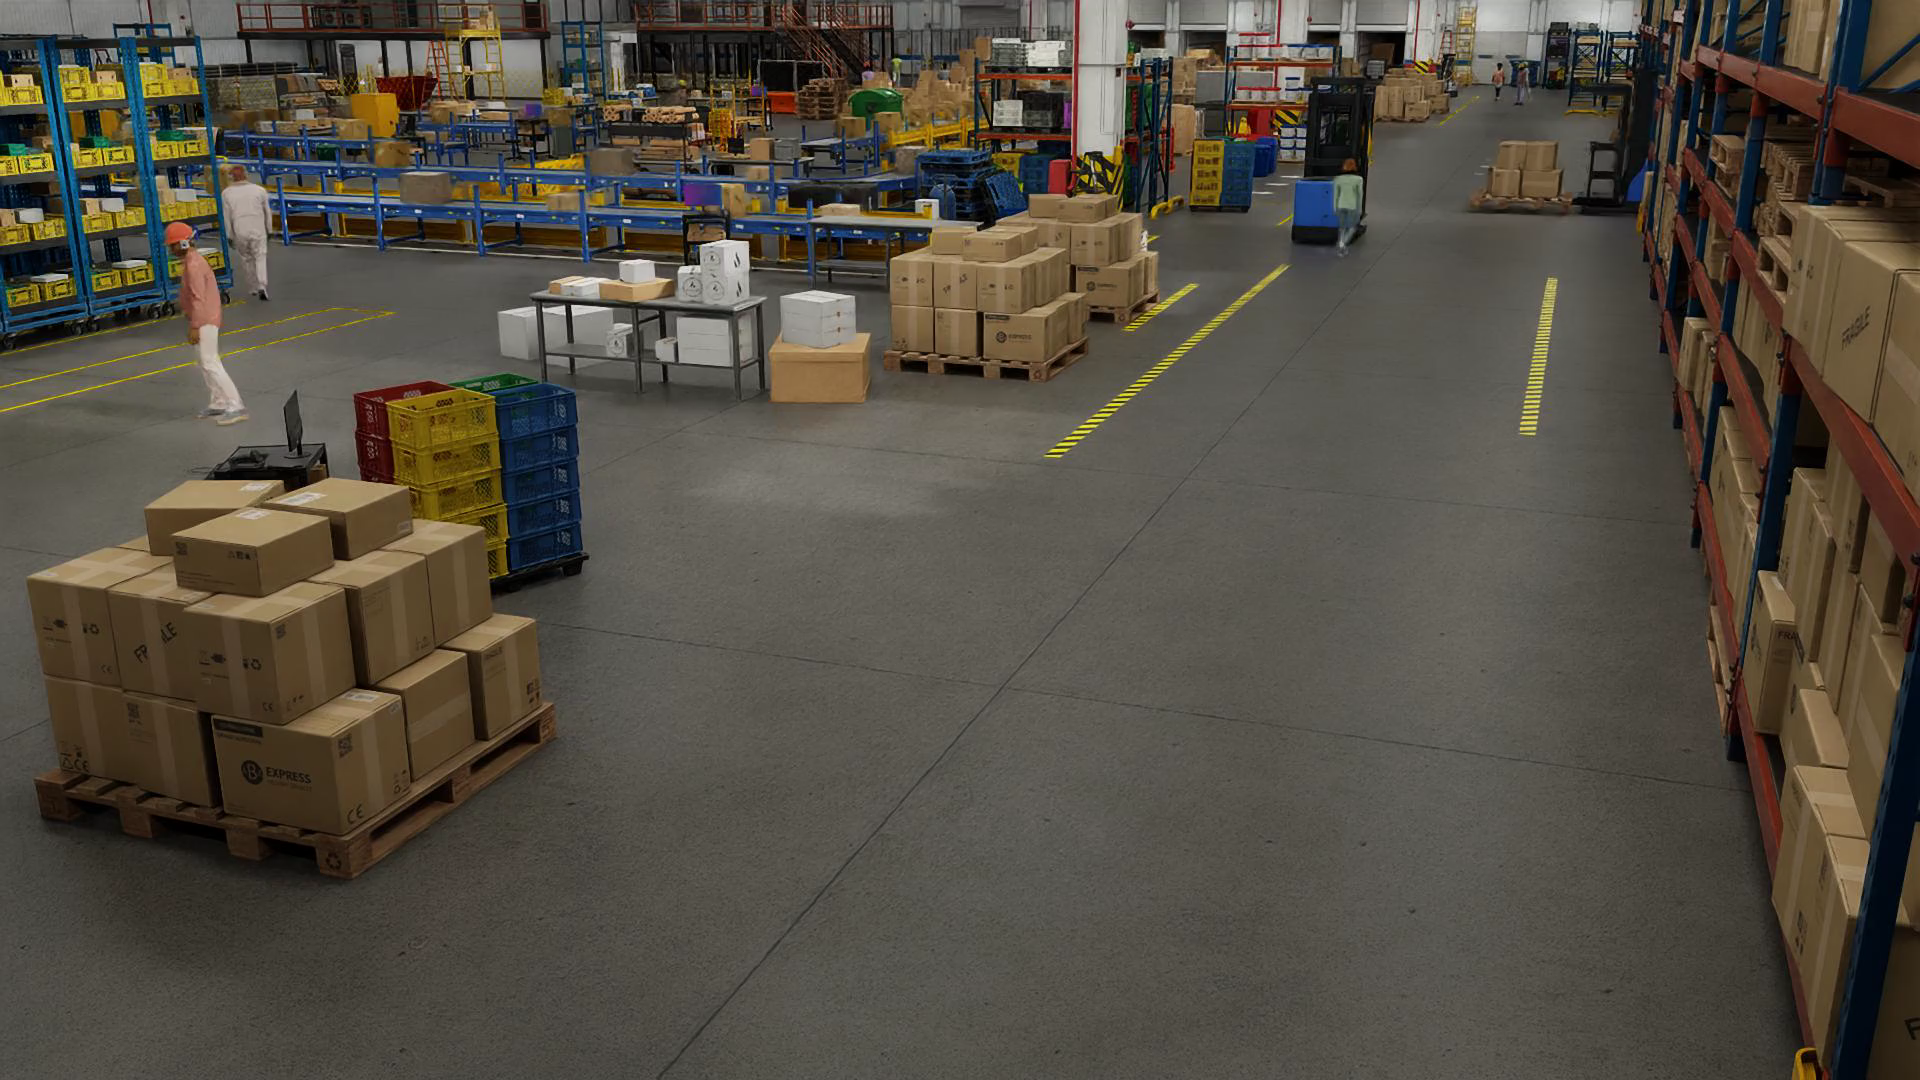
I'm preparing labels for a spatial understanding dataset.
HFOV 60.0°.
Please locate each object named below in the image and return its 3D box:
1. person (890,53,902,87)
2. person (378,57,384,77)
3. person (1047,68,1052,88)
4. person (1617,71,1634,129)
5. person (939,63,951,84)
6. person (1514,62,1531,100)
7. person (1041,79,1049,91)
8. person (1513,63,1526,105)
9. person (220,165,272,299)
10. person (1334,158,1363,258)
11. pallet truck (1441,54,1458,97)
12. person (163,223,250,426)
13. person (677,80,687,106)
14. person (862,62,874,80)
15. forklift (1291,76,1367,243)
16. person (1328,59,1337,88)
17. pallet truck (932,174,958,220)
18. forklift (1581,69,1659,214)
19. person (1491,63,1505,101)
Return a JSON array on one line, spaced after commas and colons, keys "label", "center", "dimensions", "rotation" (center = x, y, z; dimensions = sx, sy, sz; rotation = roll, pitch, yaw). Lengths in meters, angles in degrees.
[{"label": "person", "center": [-3.285, -24.192, 85.898], "dimensions": [0.621, 1.823, 0.815], "rotation": [-1, 18, -3]}, {"label": "person", "center": [-26.675, -21.320, 76.784], "dimensions": [0.419, 1.869, 0.610], "rotation": [6, 19, 19]}, {"label": "person", "center": [4.323, -23.662, 84.032], "dimensions": [0.638, 1.937, 0.356], "rotation": [-5, 18, -15]}, {"label": "person", "center": [22.964, -15.152, 57.295], "dimensions": [0.355, 1.938, 0.545], "rotation": [-10, 20, -29]}, {"label": "person", "center": [-0.627, -18.854, 69.039], "dimensions": [0.510, 1.871, 0.328], "rotation": [-7, 19, -20]}, {"label": "person", "center": [25.763, -20.941, 75.887], "dimensions": [0.489, 1.678, 0.913], "rotation": [-14, 22, -37]}, {"label": "person", "center": [3.083, -15.610, 58.862], "dimensions": [0.493, 1.856, 0.552], "rotation": [6, 19, 19]}, {"label": "person", "center": [24.178, -19.662, 71.757], "dimensions": [0.326, 1.760, 0.524], "rotation": [-4, 18, -12]}, {"label": "person", "center": [-10.038, -4.344, 23.465], "dimensions": [0.645, 1.864, 0.964], "rotation": [-7, 19, -21]}, {"label": "person", "center": [6.358, -5.443, 27.300], "dimensions": [0.521, 1.616, 0.378], "rotation": [13, 22, 35]}, {"label": "pallet truck", "center": [22.765, -21.886, 78.355], "dimensions": [0.823, 1.965, 1.885], "rotation": [-4, 18, -14]}, {"label": "person", "center": [-7.365, -2.109, 16.267], "dimensions": [0.587, 1.967, 0.787], "rotation": [-7, 19, -22]}, {"label": "person", "center": [-9.176, -14.329, 55.024], "dimensions": [0.623, 1.730, 0.541], "rotation": [9, 20, 26]}, {"label": "person", "center": [-3.567, -17.359, 64.056], "dimensions": [0.395, 2.044, 0.609], "rotation": [16, 24, 42]}, {"label": "forklift", "center": [6.598, -6.755, 29.381], "dimensions": [1.129, 2.768, 1.873], "rotation": [6, 19, 19]}, {"label": "person", "center": [16.508, -20.379, 73.807], "dimensions": [0.540, 1.879, 0.629], "rotation": [11, 21, 31]}, {"label": "pallet truck", "center": [-0.507, -5.292, 27.348], "dimensions": [0.653, 1.274, 1.630], "rotation": [6, 19, 19]}, {"label": "forklift", "center": [13.450, -7.876, 32.901], "dimensions": [1.873, 2.768, 1.129], "rotation": [6, 19, 19]}, {"label": "person", "center": [24.341, -20.720, 75.257], "dimensions": [0.540, 1.642, 0.896], "rotation": [12, 21, 33]}]
